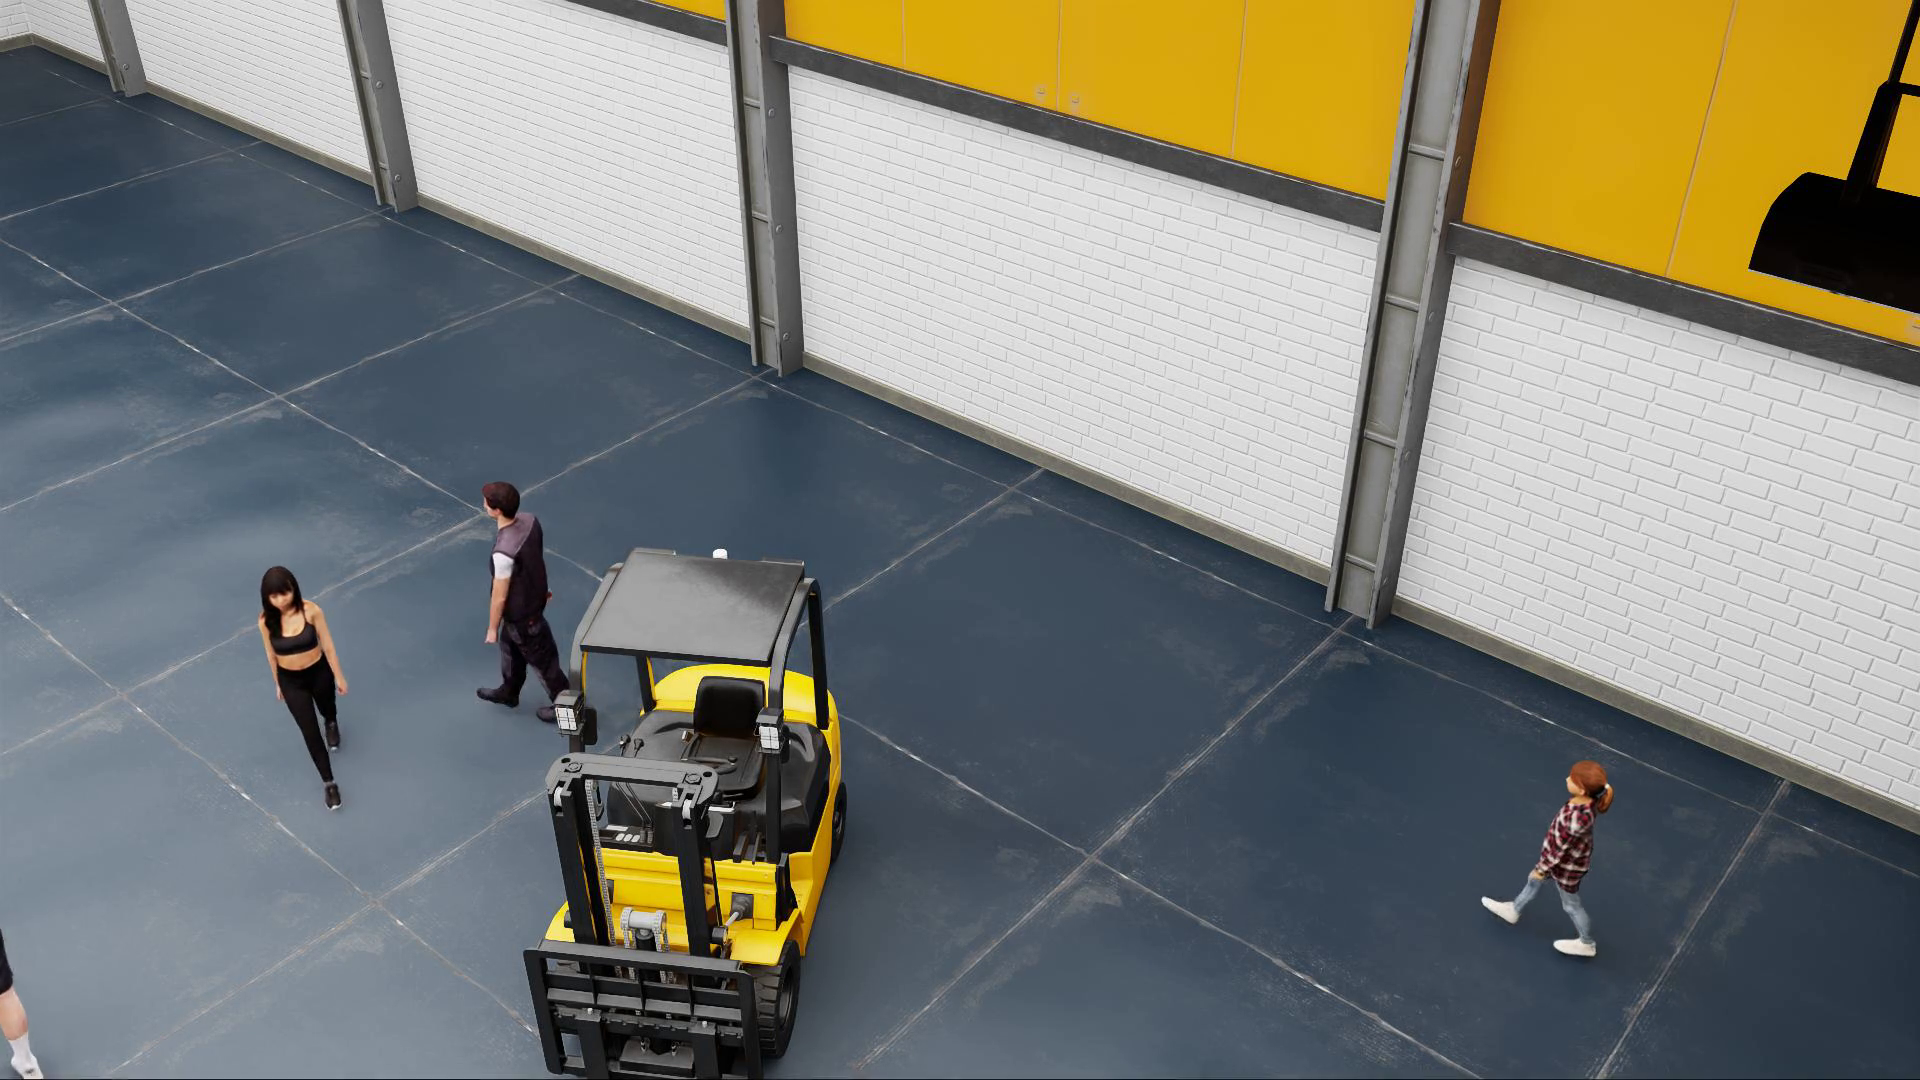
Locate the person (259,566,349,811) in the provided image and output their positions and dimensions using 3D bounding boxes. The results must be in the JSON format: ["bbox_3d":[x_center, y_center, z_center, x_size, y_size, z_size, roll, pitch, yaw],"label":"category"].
[{"bbox_3d":[-4.028,0.809,10.271,0.892,1.614,1.135,-13,36,-19],"label":"person"}]

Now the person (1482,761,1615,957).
[{"bbox_3d":[3.391,1.780,9.118,0.934,1.275,0.665,16,37,22],"label":"person"}]

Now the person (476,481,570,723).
[{"bbox_3d":[-2.690,0.438,10.638,1.107,1.827,1.001,2,34,3],"label":"person"}]
